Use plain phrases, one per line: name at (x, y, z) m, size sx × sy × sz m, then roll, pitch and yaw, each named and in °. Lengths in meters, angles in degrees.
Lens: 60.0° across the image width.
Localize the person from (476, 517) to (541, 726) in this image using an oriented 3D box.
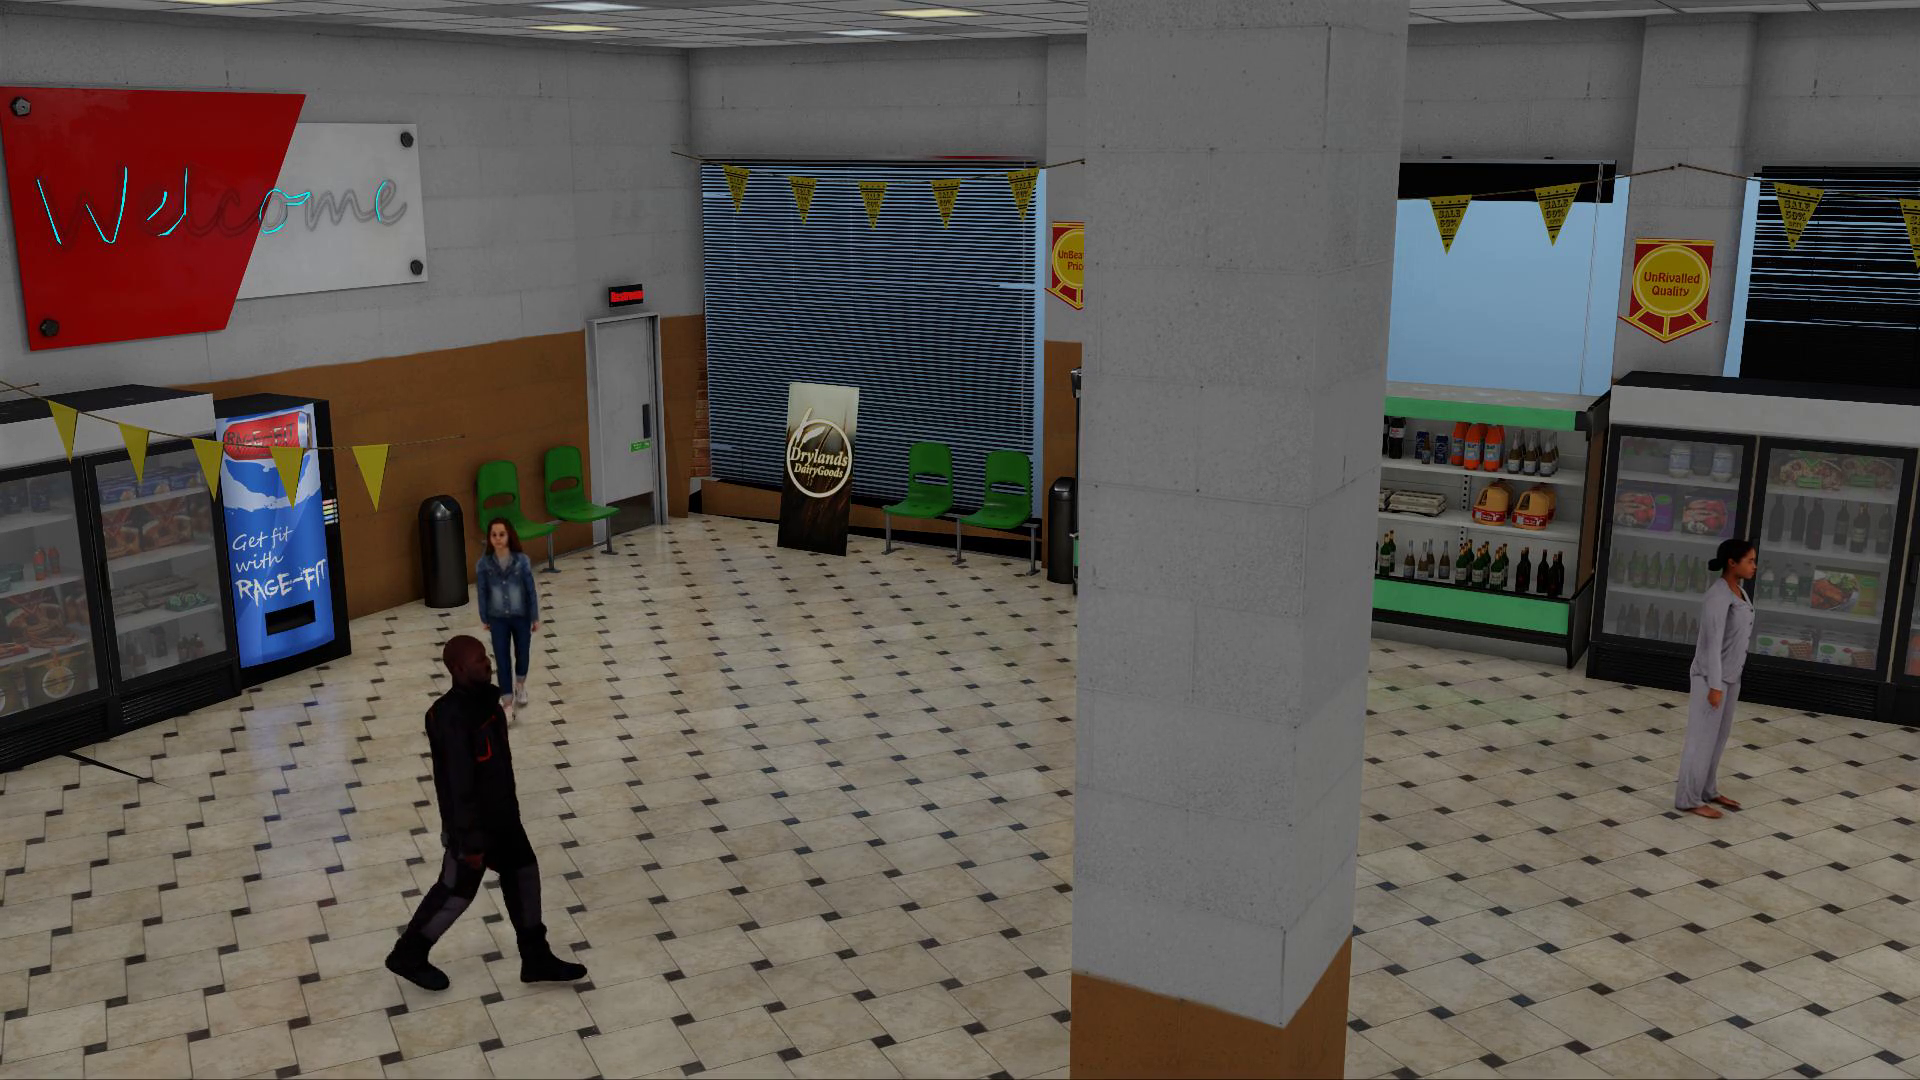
person at (-3.245, 0.553, 12.045) m, size 0.973 × 1.450 × 1.022 m, roll -3°, pitch 14°, yaw -12°

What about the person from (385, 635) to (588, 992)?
person at (-2.432, 1.346, 8.030) m, size 1.311 × 1.800 × 1.070 m, roll 1°, pitch 14°, yaw 2°

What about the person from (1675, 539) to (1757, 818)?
person at (4.678, 0.831, 10.292) m, size 0.619 × 1.735 × 0.667 m, roll 12°, pitch 18°, yaw 40°
